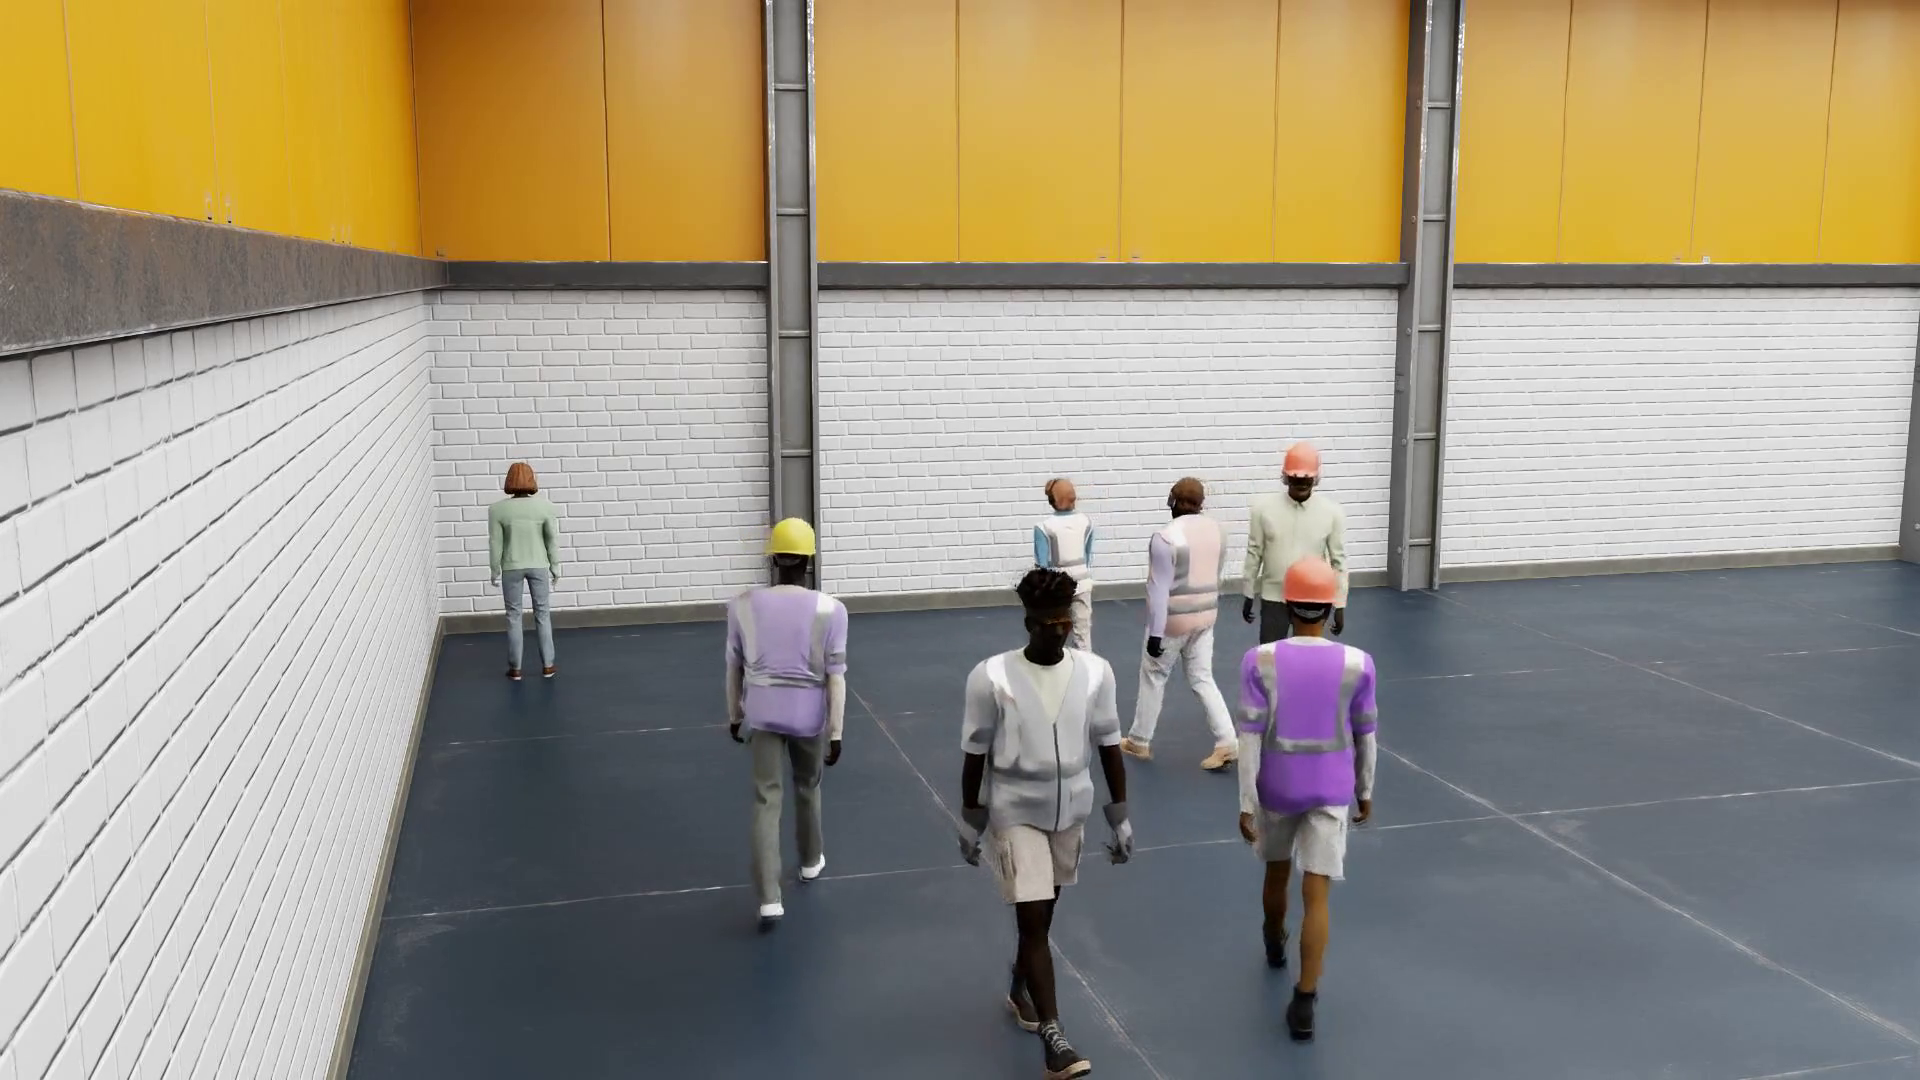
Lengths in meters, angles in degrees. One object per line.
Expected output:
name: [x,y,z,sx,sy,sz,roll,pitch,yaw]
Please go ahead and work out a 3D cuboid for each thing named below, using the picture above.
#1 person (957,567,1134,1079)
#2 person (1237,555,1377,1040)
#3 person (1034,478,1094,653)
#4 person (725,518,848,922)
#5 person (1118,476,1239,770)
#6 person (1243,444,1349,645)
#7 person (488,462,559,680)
person: [0.363,1.062,6.354,0.634,1.915,0.972,-4,10,-21]
person: [1.423,0.997,6.874,0.563,1.879,1.008,2,9,9]
person: [0.705,0.354,11.805,0.511,1.593,0.868,-4,10,-23]
person: [-0.832,0.833,7.946,0.606,1.880,0.983,0,9,2]
person: [1.399,0.509,10.220,0.640,1.801,0.880,-7,11,-37]
person: [2.107,0.381,10.452,0.653,1.967,0.637,2,9,11]
person: [-3.258,0.231,12.446,0.507,1.630,0.268,-3,10,-18]
